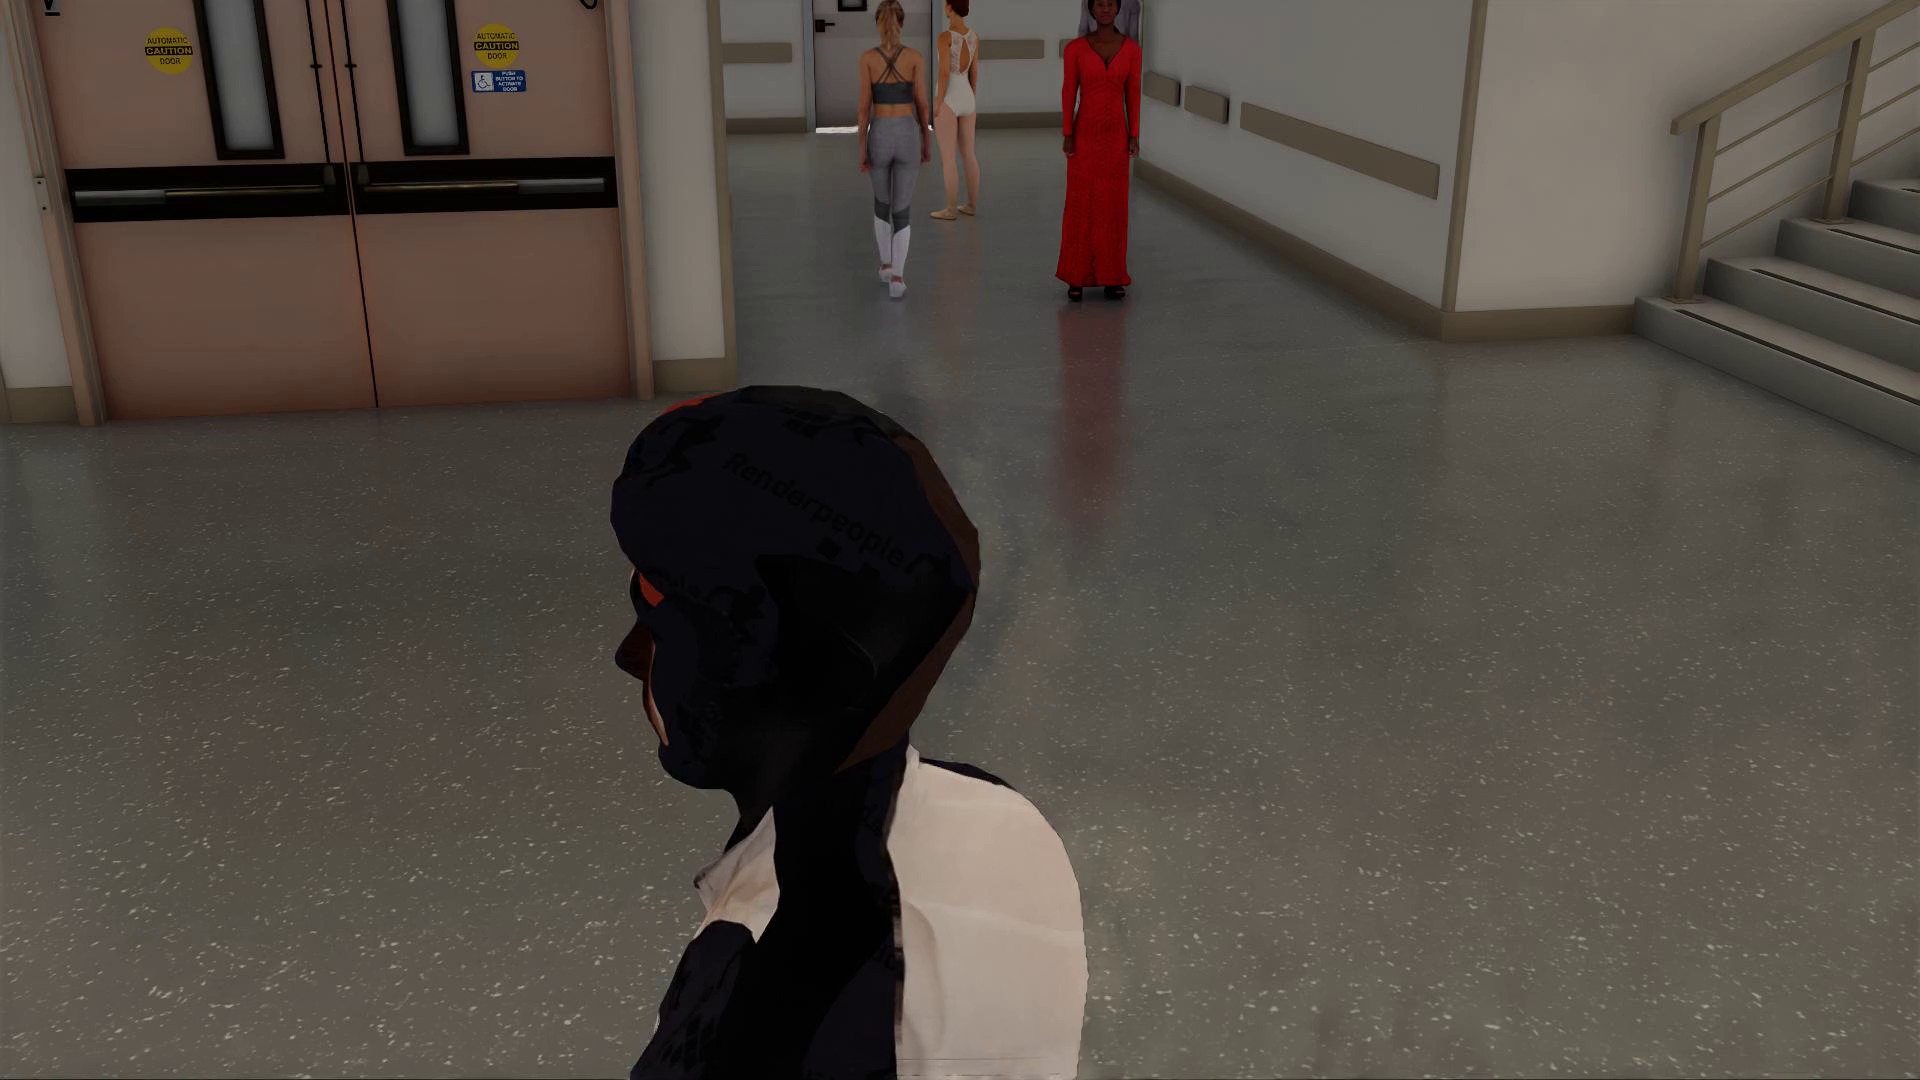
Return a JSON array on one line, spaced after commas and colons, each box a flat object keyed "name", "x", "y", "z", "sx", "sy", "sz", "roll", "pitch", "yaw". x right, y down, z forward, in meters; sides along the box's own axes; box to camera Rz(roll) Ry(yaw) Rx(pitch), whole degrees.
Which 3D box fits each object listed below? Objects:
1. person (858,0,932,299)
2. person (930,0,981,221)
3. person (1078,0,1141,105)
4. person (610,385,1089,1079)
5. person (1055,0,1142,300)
[{"name": "person", "x": -0.394, "y": -2.254, "z": 9.709, "sx": 0.827, "sy": 1.680, "sz": 0.736, "roll": 1, "pitch": 21, "yaw": 2}, {"name": "person", "x": -0.026, "y": -3.215, "z": 12.296, "sx": 0.679, "sy": 1.644, "sz": 0.590, "roll": 18, "pitch": 27, "yaw": 40}, {"name": "person", "x": 1.226, "y": -3.963, "z": 14.021, "sx": 0.758, "sy": 1.822, "sz": 0.828, "roll": -1, "pitch": 21, "yaw": -2}, {"name": "person", "x": 0.023, "y": 0.832, "z": 1.316, "sx": 1.248, "sy": 1.853, "sz": 1.069, "roll": 7, "pitch": 22, "yaw": 19}, {"name": "person", "x": 0.819, "y": -2.301, "z": 9.685, "sx": 0.533, "sy": 1.784, "sz": 0.687, "roll": -2, "pitch": 21, "yaw": -6}]
